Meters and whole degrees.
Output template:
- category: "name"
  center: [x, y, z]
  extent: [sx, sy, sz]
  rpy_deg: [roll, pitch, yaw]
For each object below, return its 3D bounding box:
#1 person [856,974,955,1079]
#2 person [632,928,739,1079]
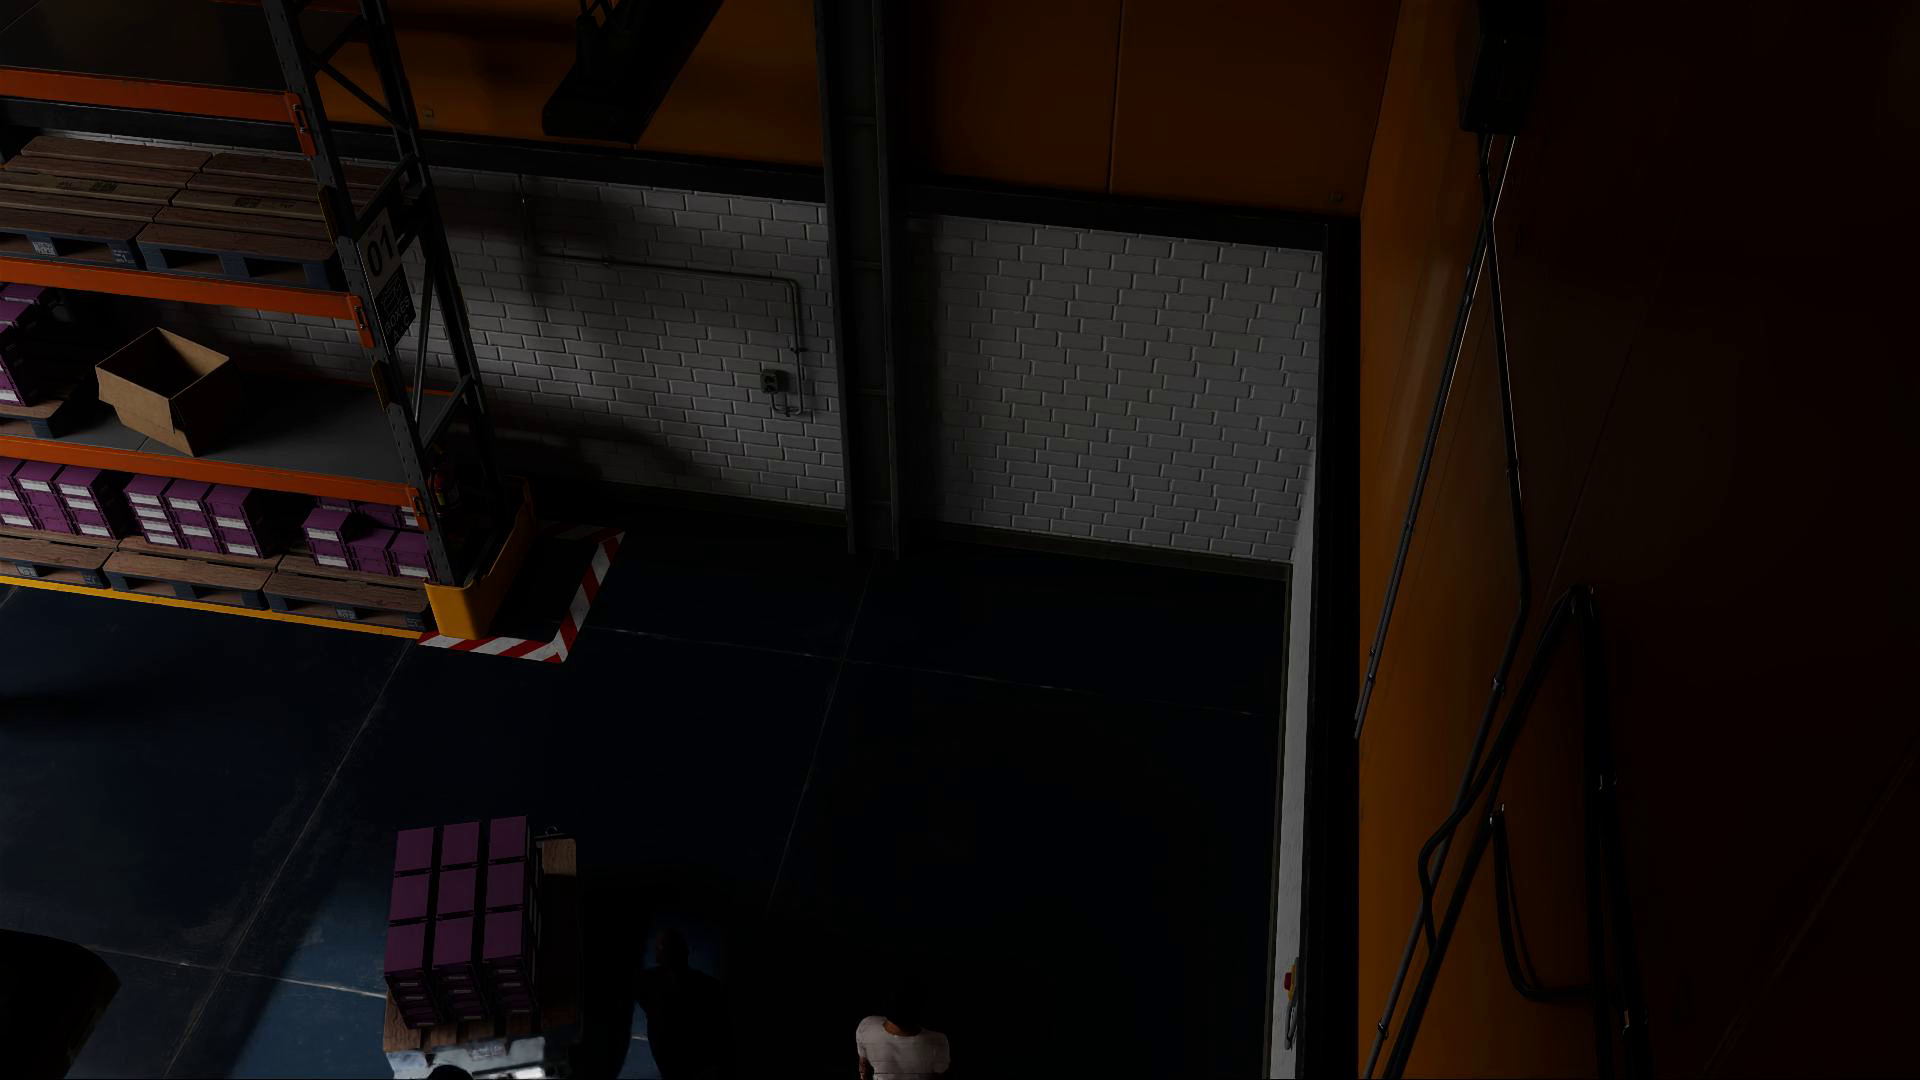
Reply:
- category: "person"
  center: [-0.283, 2.748, 8.164]
  extent: [0.965, 1.701, 0.756]
  rpy_deg: [11, 45, 11]
- category: "person"
  center: [-1.388, 2.590, 8.306]
  extent: [1.056, 1.734, 0.778]
  rpy_deg: [3, 44, 3]
